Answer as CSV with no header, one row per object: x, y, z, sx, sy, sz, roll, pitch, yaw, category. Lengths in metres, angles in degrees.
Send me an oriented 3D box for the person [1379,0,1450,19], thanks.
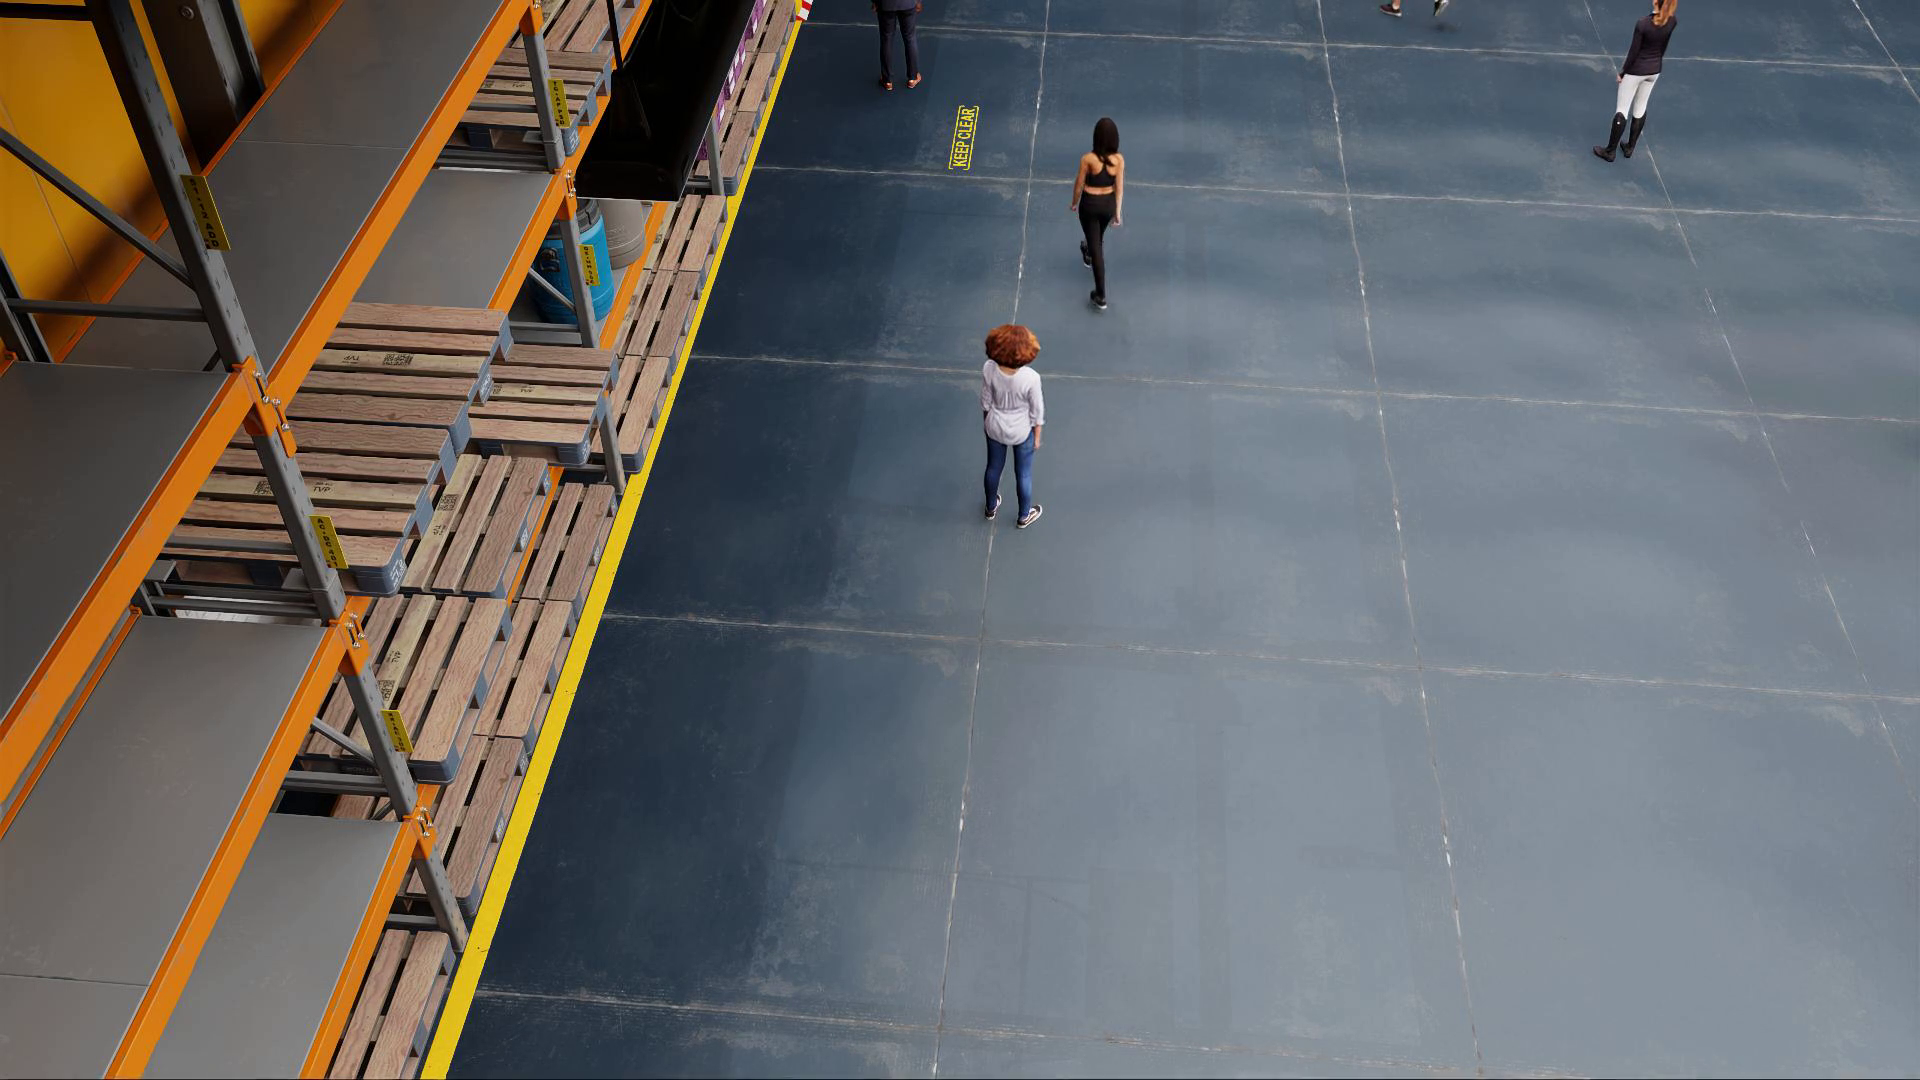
4.930,-6.330,17.651,1.001,1.709,0.981,33,53,30,person

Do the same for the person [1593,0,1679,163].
6.368,-4.361,15.570,0.637,1.729,0.657,-12,45,-12,person

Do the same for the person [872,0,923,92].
-0.626,-5.358,16.547,0.726,1.824,0.655,-3,44,-3,person

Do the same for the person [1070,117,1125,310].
1.169,-2.695,13.924,0.794,1.587,1.166,-10,45,-10,person

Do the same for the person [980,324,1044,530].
0.357,-0.816,11.861,0.715,1.712,0.713,18,47,18,person
